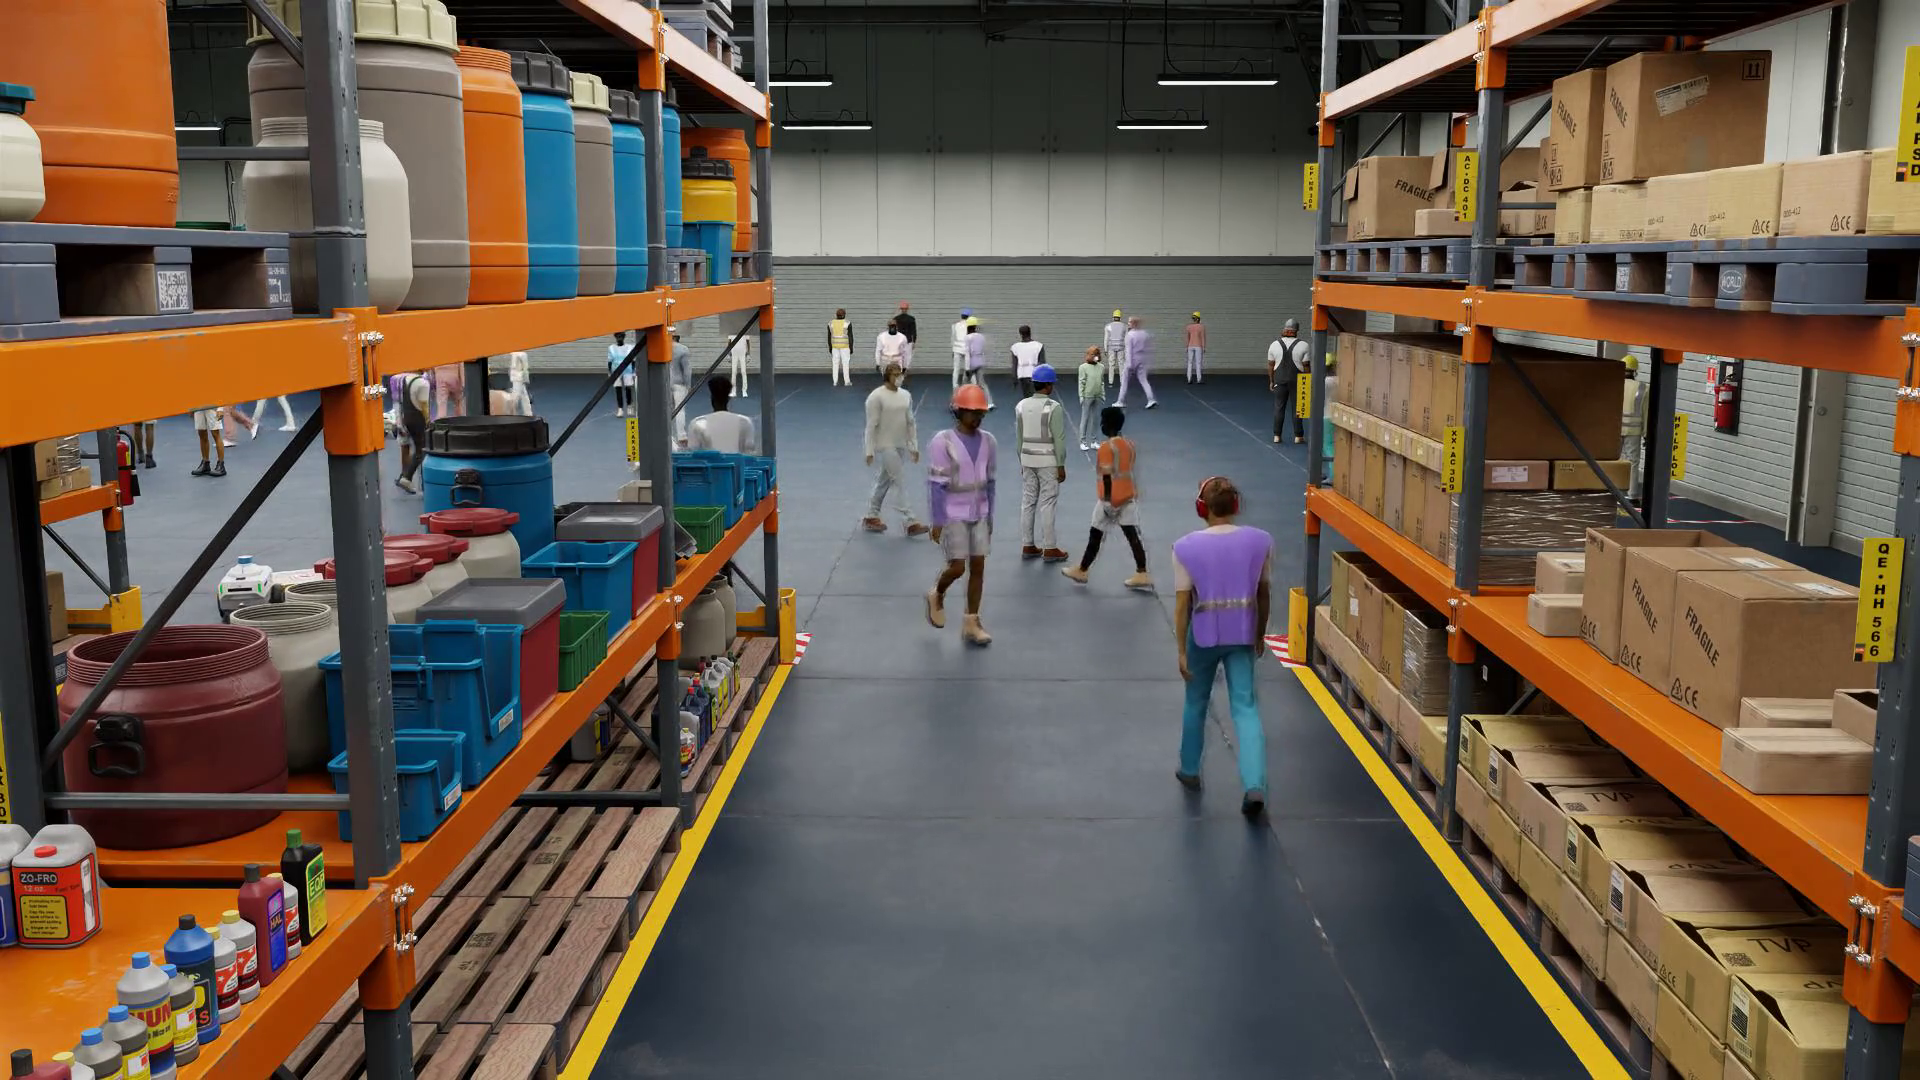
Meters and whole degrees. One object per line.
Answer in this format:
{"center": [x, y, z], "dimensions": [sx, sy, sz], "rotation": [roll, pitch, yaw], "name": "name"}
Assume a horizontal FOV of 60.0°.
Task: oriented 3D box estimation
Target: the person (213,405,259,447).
{"center": [-11.762, -2.462, 26.910], "dimensions": [0.750, 1.871, 0.687], "rotation": [-9, 13, -44], "name": "person"}

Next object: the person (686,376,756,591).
{"center": [-2.209, -0.526, 15.123], "dimensions": [0.633, 1.921, 0.960], "rotation": [-4, 10, -24], "name": "person"}

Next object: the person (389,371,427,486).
{"center": [-7.141, -1.583, 21.684], "dimensions": [0.579, 1.861, 1.025], "rotation": [-9, 13, -42], "name": "person"}

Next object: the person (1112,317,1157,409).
{"center": [3.576, -3.597, 33.757], "dimensions": [0.641, 1.865, 0.994], "rotation": [-8, 13, -41], "name": "person"}

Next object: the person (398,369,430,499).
{"center": [-6.814, -1.438, 20.904], "dimensions": [0.522, 1.822, 0.460], "rotation": [7, 11, 34], "name": "person"}

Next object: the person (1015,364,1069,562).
{"center": [0.816, -0.773, 16.550], "dimensions": [0.603, 1.949, 0.384], "rotation": [9, 13, 43], "name": "person"}

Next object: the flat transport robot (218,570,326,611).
{"center": [-5.709, 0.405, 14.639], "dimensions": [1.431, 0.197, 0.652], "rotation": [-6, 11, -33], "name": "flat transport robot"}

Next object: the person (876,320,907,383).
{"center": [-1.387, -3.586, 33.863], "dimensions": [0.624, 1.803, 0.946], "rotation": [1, 10, 5], "name": "person"}

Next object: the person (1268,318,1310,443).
{"center": [5.438, -2.609, 27.403], "dimensions": [0.688, 2.000, 0.536], "rotation": [4, 10, 22], "name": "person"}

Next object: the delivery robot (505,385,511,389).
{"center": [-9.286, -3.273, 34.760], "dimensions": [0.335, 0.223, 0.698], "rotation": [-6, 11, -30], "name": "delivery robot"}

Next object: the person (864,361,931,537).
{"center": [-0.713, -1.003, 18.132], "dimensions": [1.009, 1.885, 0.647], "rotation": [7, 12, 38], "name": "person"}

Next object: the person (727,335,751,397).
{"center": [-4.870, -4.085, 36.611], "dimensions": [0.514, 1.876, 0.328], "rotation": [0, 9, 0], "name": "person"}

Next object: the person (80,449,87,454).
{"center": [-13.357, -2.063, 24.423], "dimensions": [0.564, 1.889, 0.944], "rotation": [3, 10, 18], "name": "person"}

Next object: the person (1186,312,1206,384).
{"center": [5.749, -4.680, 40.528], "dimensions": [0.523, 1.760, 0.325], "rotation": [6, 11, 33], "name": "person"}

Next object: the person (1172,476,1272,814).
{"center": [1.438, 0.553, 9.054], "dimensions": [0.583, 1.807, 0.944], "rotation": [-1, 10, -6], "name": "person"}

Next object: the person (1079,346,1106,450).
{"center": [2.092, -2.244, 26.308], "dimensions": [0.509, 1.631, 0.269], "rotation": [-6, 11, -33], "name": "person"}

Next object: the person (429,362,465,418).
{"center": [-8.732, -2.712, 28.450], "dimensions": [0.664, 1.852, 0.986], "rotation": [0, 9, 0], "name": "person"}

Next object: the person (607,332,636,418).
{"center": [-6.472, -3.183, 31.775], "dimensions": [0.547, 1.682, 0.387], "rotation": [0, 9, -1], "name": "person"}

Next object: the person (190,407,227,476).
{"center": [-10.455, -1.847, 23.030], "dimensions": [0.552, 1.930, 0.371], "rotation": [3, 10, 17], "name": "person"}

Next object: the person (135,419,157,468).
{"center": [-11.881, -2.024, 24.231], "dimensions": [0.559, 1.888, 0.792], "rotation": [-3, 10, -19], "name": "person"}

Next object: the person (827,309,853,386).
{"center": [-2.857, -4.632, 39.988], "dimensions": [0.632, 1.842, 0.429], "rotation": [3, 10, 16], "name": "person"}

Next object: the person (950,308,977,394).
{"center": [0.088, -4.295, 37.758], "dimensions": [0.637, 1.917, 0.490], "rotation": [3, 10, 18], "name": "person"}

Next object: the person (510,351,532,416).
{"center": [-8.093, -2.902, 30.349], "dimensions": [0.807, 1.602, 0.512], "rotation": [-6, 11, -31], "name": "person"}

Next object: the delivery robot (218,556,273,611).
{"center": [-5.877, 0.374, 13.692], "dimensions": [0.477, 0.478, 0.707], "rotation": [-3, 10, -15], "name": "delivery robot"}

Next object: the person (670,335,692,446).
{"center": [-4.614, -2.490, 26.867], "dimensions": [0.635, 1.937, 0.353], "rotation": [4, 10, 21], "name": "person"}

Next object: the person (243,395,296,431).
{"center": [-12.174, -2.817, 29.188], "dimensions": [0.996, 1.817, 0.552], "rotation": [1, 10, 7], "name": "person"}

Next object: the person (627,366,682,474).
{"center": [-4.337, -1.881, 23.469], "dimensions": [0.586, 1.859, 0.807], "rotation": [8, 13, 41], "name": "person"}

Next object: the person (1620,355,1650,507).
{"center": [8.067, -1.324, 20.196], "dimensions": [0.594, 1.832, 0.403], "rotation": [5, 11, 28], "name": "person"}

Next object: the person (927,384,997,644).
{"center": [0.001, -0.212, 12.963], "dimensions": [0.630, 2.025, 0.582], "rotation": [-6, 11, -34], "name": "person"}

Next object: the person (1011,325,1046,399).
{"center": [1.185, -2.825, 29.139], "dimensions": [0.639, 1.868, 0.850], "rotation": [3, 10, 18], "name": "person"}

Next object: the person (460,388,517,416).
{"center": [-5.017, -0.947, 17.783], "dimensions": [0.602, 1.880, 0.582], "rotation": [-8, 12, -39], "name": "person"}

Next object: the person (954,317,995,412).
{"center": [0.296, -3.470, 32.939], "dimensions": [1.005, 1.889, 0.598], "rotation": [9, 13, 44], "name": "person"}

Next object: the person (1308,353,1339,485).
{"center": [4.833, -1.618, 22.196], "dimensions": [0.544, 1.739, 0.681], "rotation": [-9, 13, -43], "name": "person"}

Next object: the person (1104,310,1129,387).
{"center": [3.719, -4.541, 39.467], "dimensions": [0.601, 1.830, 0.404], "rotation": [1, 10, 5], "name": "person"}

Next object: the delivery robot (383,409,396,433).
{"center": [-9.546, -2.078, 28.377], "dimensions": [0.477, 0.478, 0.707], "rotation": [5, 11, 28], "name": "delivery robot"}

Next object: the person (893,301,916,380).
{"center": [-1.402, -5.006, 41.805], "dimensions": [0.620, 1.983, 0.557], "rotation": [2, 10, 14], "name": "person"}

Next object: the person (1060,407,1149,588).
{"center": [1.372, -0.393, 15.159], "dimensions": [0.889, 1.639, 0.543], "rotation": [6, 11, 33], "name": "person"}
